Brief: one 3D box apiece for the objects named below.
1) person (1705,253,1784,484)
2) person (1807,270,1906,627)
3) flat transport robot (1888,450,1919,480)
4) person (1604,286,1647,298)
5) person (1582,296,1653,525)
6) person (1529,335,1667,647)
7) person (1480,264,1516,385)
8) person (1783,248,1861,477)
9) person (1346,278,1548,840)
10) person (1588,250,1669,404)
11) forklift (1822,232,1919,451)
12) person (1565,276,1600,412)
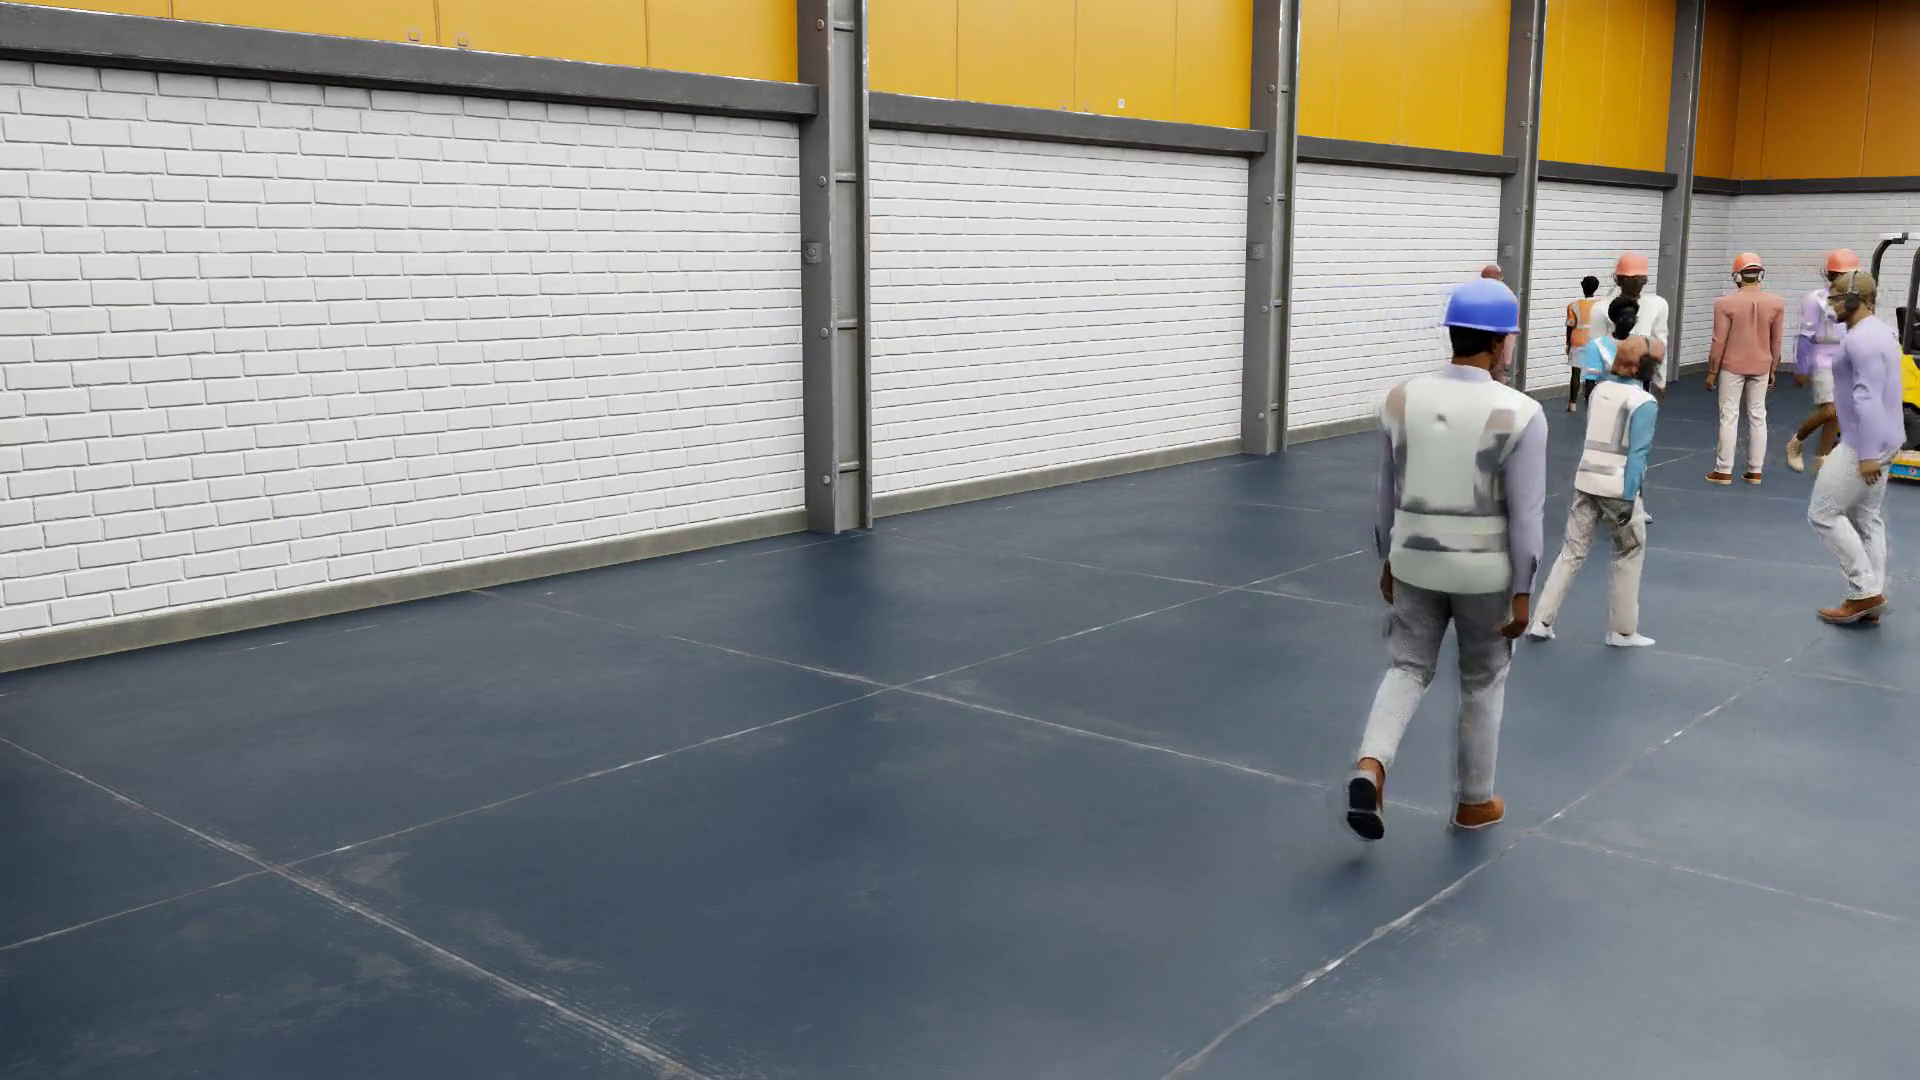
[{"bbox_3d":[6.726,-1.465,14.303,0.610,1.986,0.392,0,10,-1],"label":"person"},{"bbox_3d":[4.795,-0.476,8.894,0.454,1.912,0.661,7,12,36],"label":"person"},{"bbox_3d":[8.406,-0.617,14.353,0.652,0.197,1.431,-5,11,-25],"label":"flat transport robot"},{"bbox_3d":[7.531,-2.224,19.048,0.352,1.857,0.738,-6,12,-32],"label":"person"},{"bbox_3d":[4.827,-0.929,12.113,0.552,1.670,0.733,0,10,-2],"label":"person"},{"bbox_3d":[3.229,-0.236,8.426,0.624,1.601,0.529,-3,10,-16],"label":"person"},{"bbox_3d":[5.450,-1.933,17.315,0.653,1.865,0.973,7,12,33],"label":"person"},{"bbox_3d":[7.611,-1.525,14.544,0.616,2.022,0.504,-4,11,-20],"label":"person"},{"bbox_3d":[1.637,0.095,5.575,0.616,1.930,0.741,8,13,40],"label":"person"},{"bbox_3d":[5.305,-1.306,13.312,0.612,2.015,0.771,0,10,-1],"label":"person"},{"bbox_3d":[9.955,-1.972,16.595,2.313,2.155,1.214,1,10,8],"label":"forklift"},{"bbox_3d":[7.732,-2.408,20.523,0.530,1.689,0.321,3,10,15],"label":"person"}]
